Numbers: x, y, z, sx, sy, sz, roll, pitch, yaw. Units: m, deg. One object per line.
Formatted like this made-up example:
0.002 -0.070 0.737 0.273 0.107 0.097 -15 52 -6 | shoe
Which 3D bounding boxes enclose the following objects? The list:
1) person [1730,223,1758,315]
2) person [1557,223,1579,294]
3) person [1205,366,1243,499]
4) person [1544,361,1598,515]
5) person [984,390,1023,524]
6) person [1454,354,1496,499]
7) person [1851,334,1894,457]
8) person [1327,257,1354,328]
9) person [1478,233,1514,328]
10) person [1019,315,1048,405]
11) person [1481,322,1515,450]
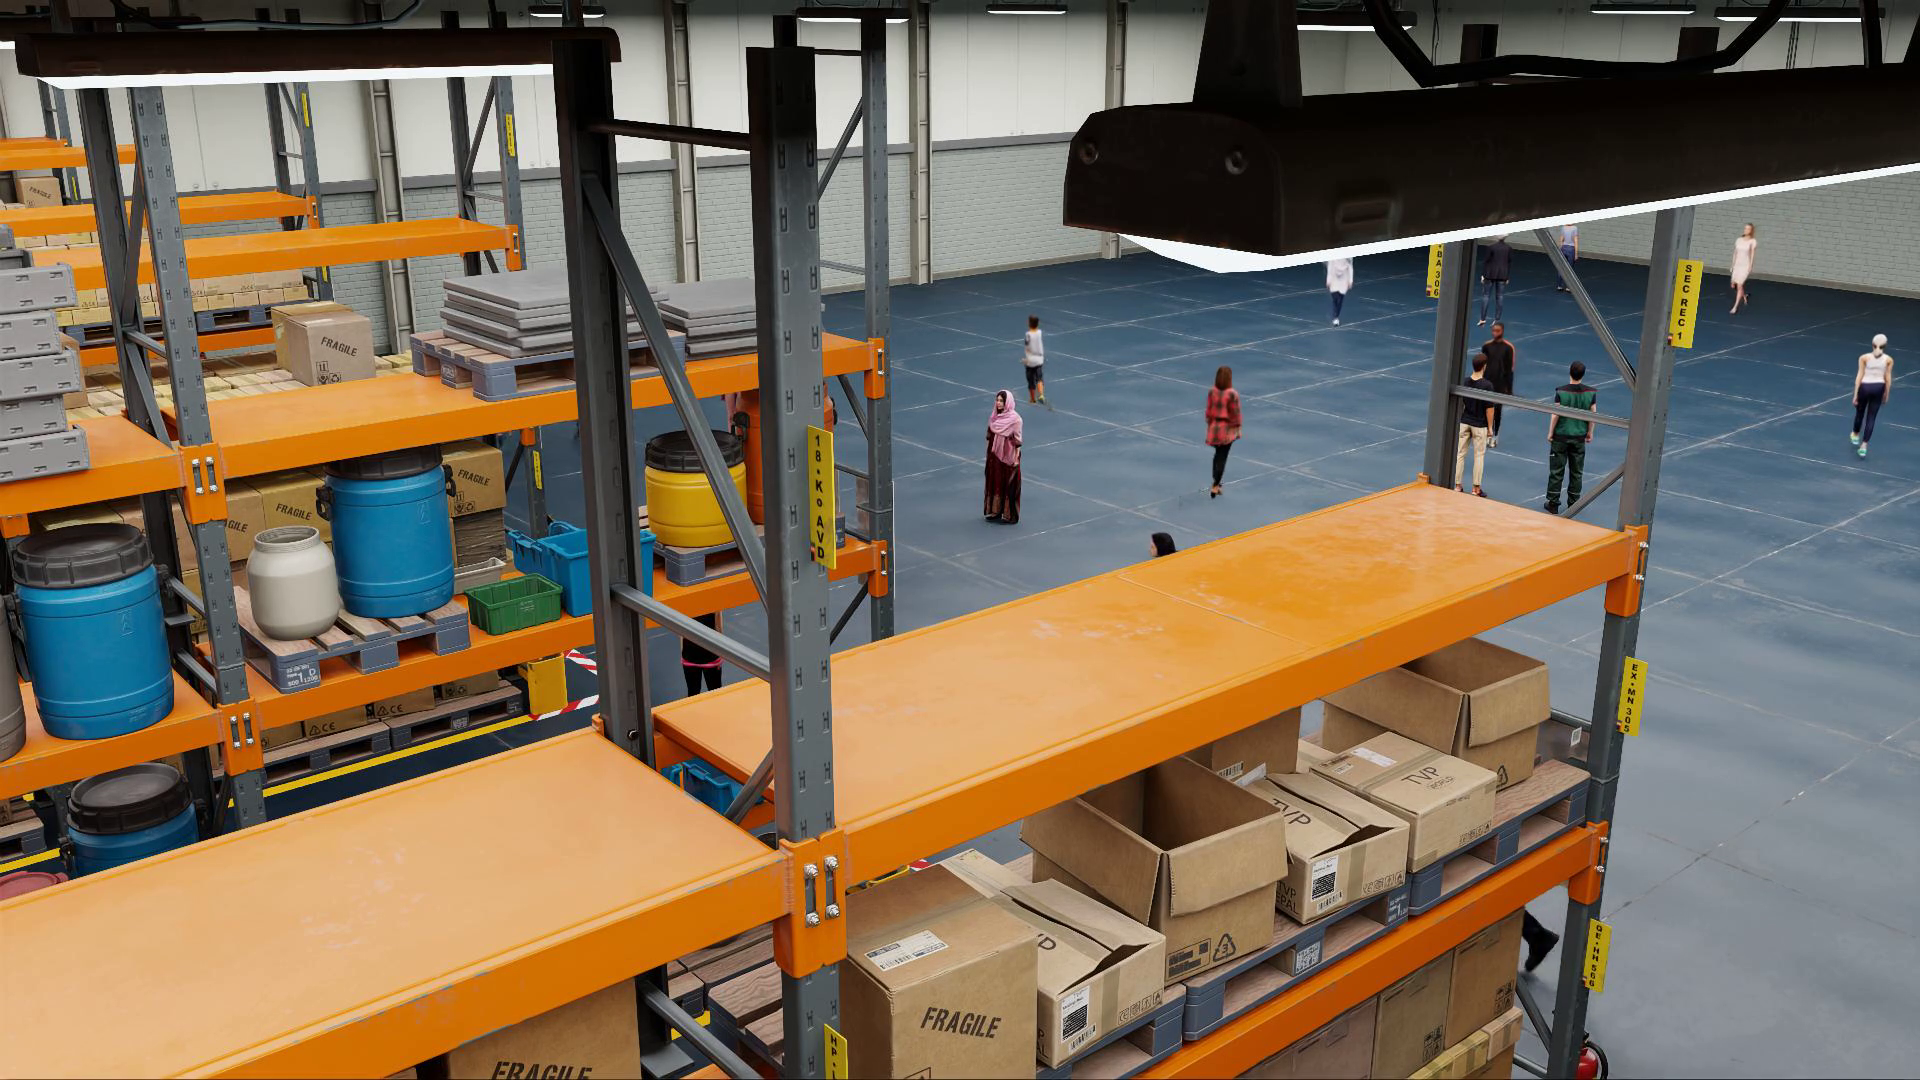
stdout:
15.820 -5.472 33.548 0.935 1.814 0.641 -12 22 -33 | person
13.199 -6.248 36.086 0.538 1.719 0.604 -12 21 -32 | person
3.276 -1.354 21.102 0.643 1.690 0.662 17 24 41 | person
7.520 -1.275 20.521 0.753 1.900 0.815 1 18 4 | person
0.528 -1.023 20.170 0.730 1.638 0.708 11 21 31 | person
6.531 -1.455 21.139 0.669 1.859 0.586 14 23 37 | person
12.629 -1.964 23.042 0.988 1.648 1.255 7 19 21 | person
7.350 -4.995 32.219 1.091 1.730 1.183 3 18 8 | person
9.404 -4.641 29.298 0.823 1.782 0.786 2 18 7 | person
1.196 -2.856 26.106 0.701 1.449 0.774 -6 19 -16 | person
7.600 -2.198 23.530 0.739 1.792 0.771 12 22 33 | person
